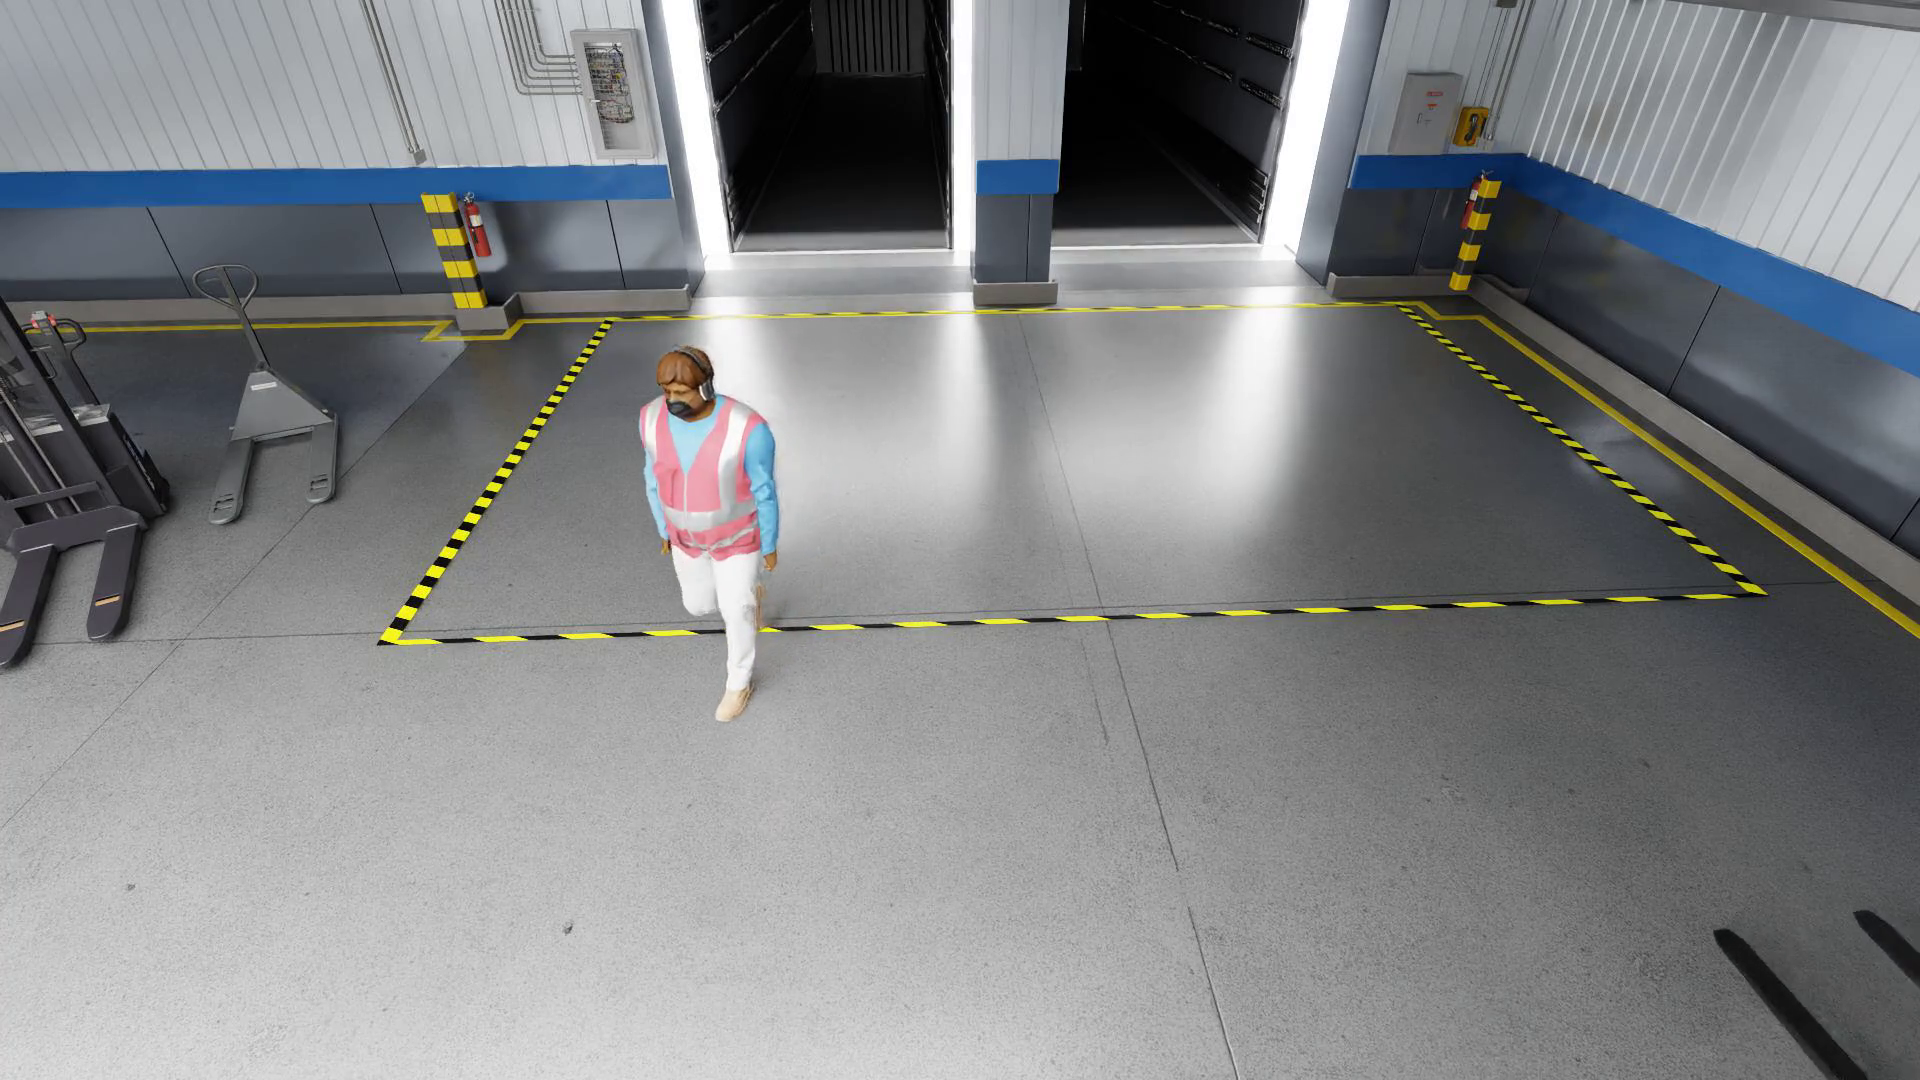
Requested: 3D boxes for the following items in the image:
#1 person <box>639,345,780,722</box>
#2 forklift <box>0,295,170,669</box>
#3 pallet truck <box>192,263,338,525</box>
[{"bbox_3d":[-1.102,-0.057,4.230,0.628,1.817,0.749,9,36,12],"label":"person"},{"bbox_3d":[-5.212,-0.618,4.878,0.823,1.965,1.885,-20,39,-26],"label":"forklift"},{"bbox_3d":[-4.778,-1.027,6.128,0.680,1.201,1.601,-17,38,-23],"label":"pallet truck"}]
